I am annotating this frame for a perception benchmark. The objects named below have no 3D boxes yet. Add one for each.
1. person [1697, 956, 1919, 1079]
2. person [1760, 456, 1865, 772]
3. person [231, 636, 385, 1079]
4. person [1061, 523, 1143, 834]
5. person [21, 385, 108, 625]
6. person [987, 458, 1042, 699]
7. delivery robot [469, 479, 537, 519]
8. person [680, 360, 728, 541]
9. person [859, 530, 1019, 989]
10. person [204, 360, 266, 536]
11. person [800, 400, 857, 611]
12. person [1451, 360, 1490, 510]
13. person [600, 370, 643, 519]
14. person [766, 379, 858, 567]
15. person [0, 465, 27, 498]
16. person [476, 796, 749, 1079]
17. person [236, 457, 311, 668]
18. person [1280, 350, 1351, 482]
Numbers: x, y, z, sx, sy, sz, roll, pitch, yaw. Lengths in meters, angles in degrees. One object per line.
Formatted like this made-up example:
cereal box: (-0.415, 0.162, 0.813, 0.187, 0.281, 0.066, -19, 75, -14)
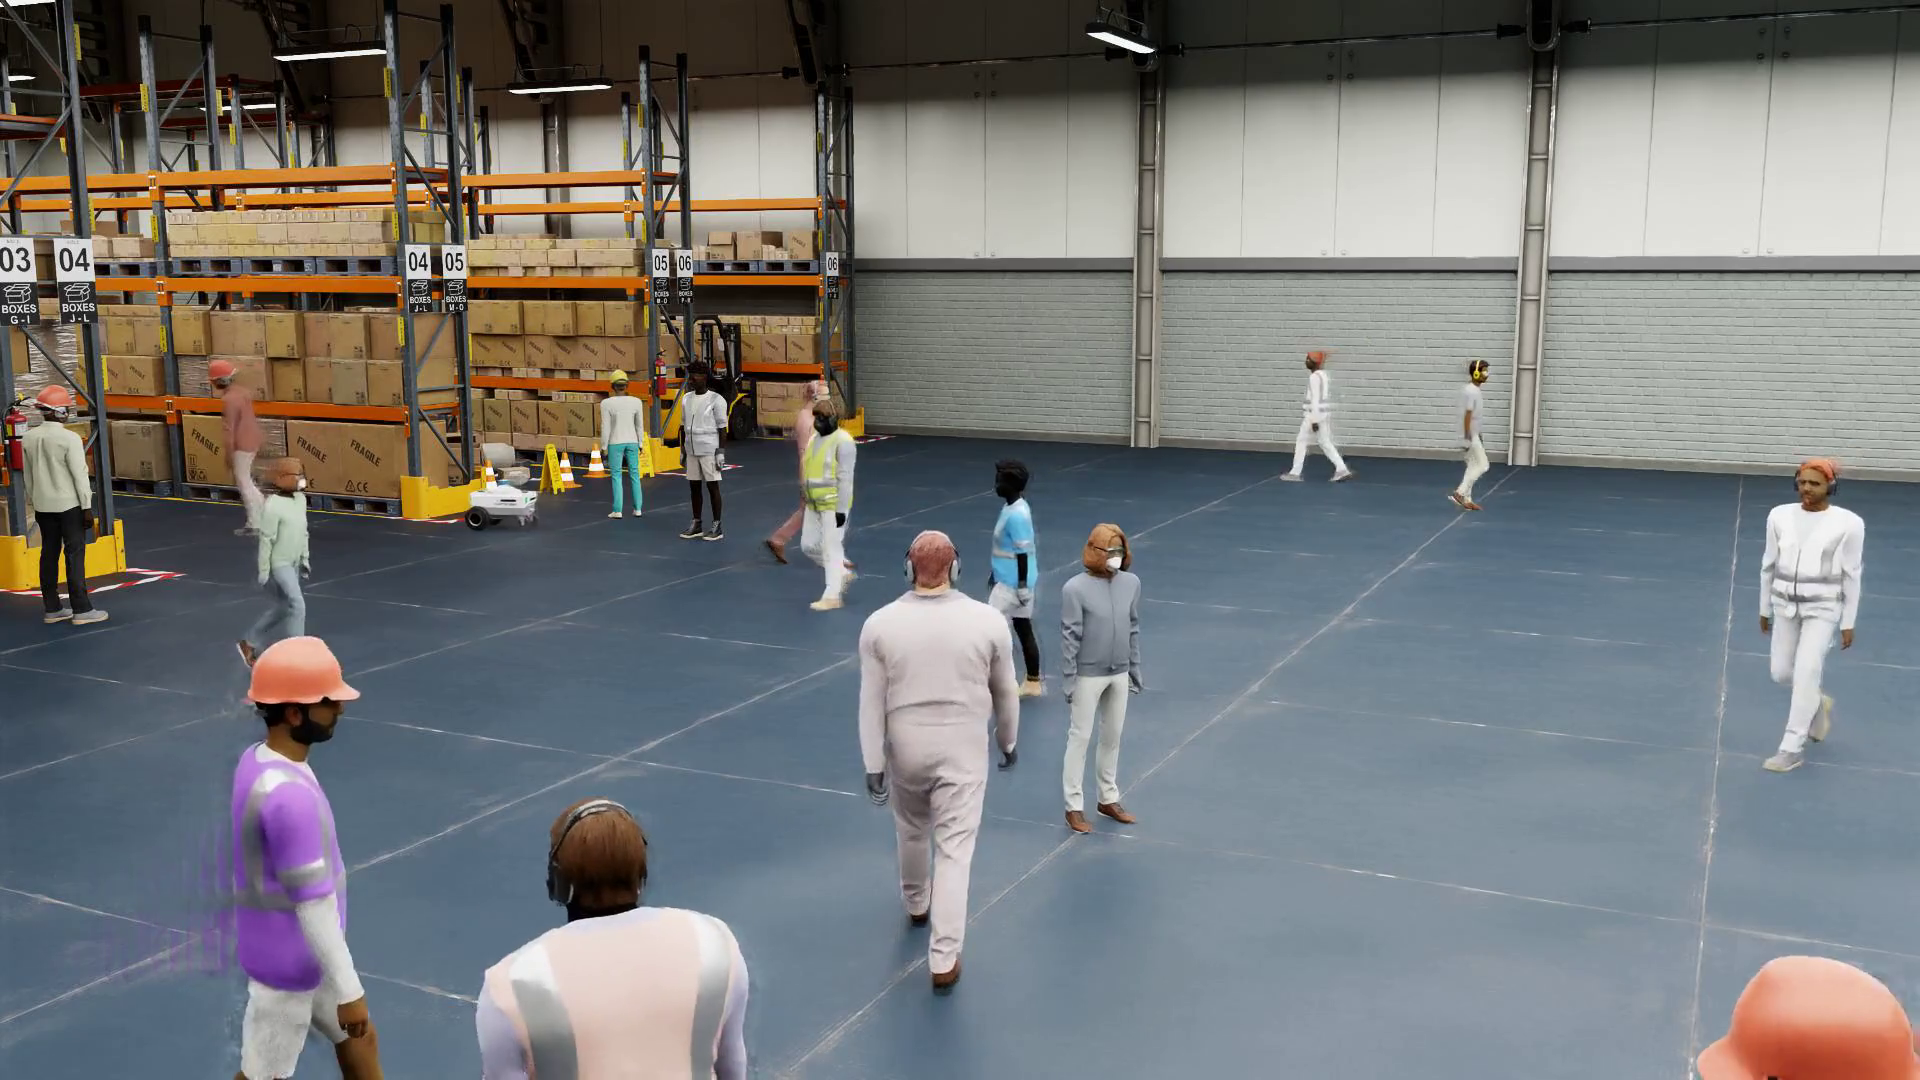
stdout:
person: (1.280, 1.567, 2.673, 0.739, 1.909, 0.558, 3, 10, 17)
person: (5.074, 0.418, 9.910, 0.752, 1.861, 0.582, -7, 11, -36)
person: (-1.955, 1.216, 4.952, 1.013, 1.883, 0.567, -4, 10, -25)
person: (0.748, 0.717, 8.764, 0.507, 1.631, 0.268, -6, 11, -32)
person: (-7.462, -0.288, 13.819, 0.613, 1.994, 0.381, 3, 10, 16)
person: (0.279, 0.281, 11.311, 0.641, 1.676, 0.541, 1, 9, 5)
delivery robot: (-5.187, -0.444, 18.891, 0.707, 0.478, 0.477, 1, 9, 6)
person: (-2.812, -0.976, 18.122, 0.617, 1.964, 0.361, 5, 11, 30)
person: (-0.082, 0.879, 7.111, 0.656, 1.849, 1.016, 1, 9, 5)
person: (-7.964, -0.999, 18.326, 0.572, 1.955, 0.646, -1, 9, -6)
person: (-1.127, -0.302, 14.419, 0.475, 1.828, 0.630, -8, 12, -40)
person: (6.292, -1.267, 20.266, 0.381, 1.858, 0.519, 3, 10, 16)
person: (-4.005, -1.131, 19.694, 0.533, 1.765, 0.326, -6, 11, -32)
person: (-1.485, -0.657, 16.469, 0.876, 1.879, 0.650, 0, 9, 0)
person: (-11.922, -1.423, 20.708, 0.845, 2.024, 0.616, 4, 10, 23)
person: (-0.765, 1.459, 3.762, 0.647, 1.787, 0.974, -5, 11, -30)
person: (-4.987, 0.186, 12.099, 0.709, 1.605, 0.504, 0, 9, 1)
person: (4.972, -1.709, 23.004, 0.949, 1.849, 0.585, 4, 10, 25)
